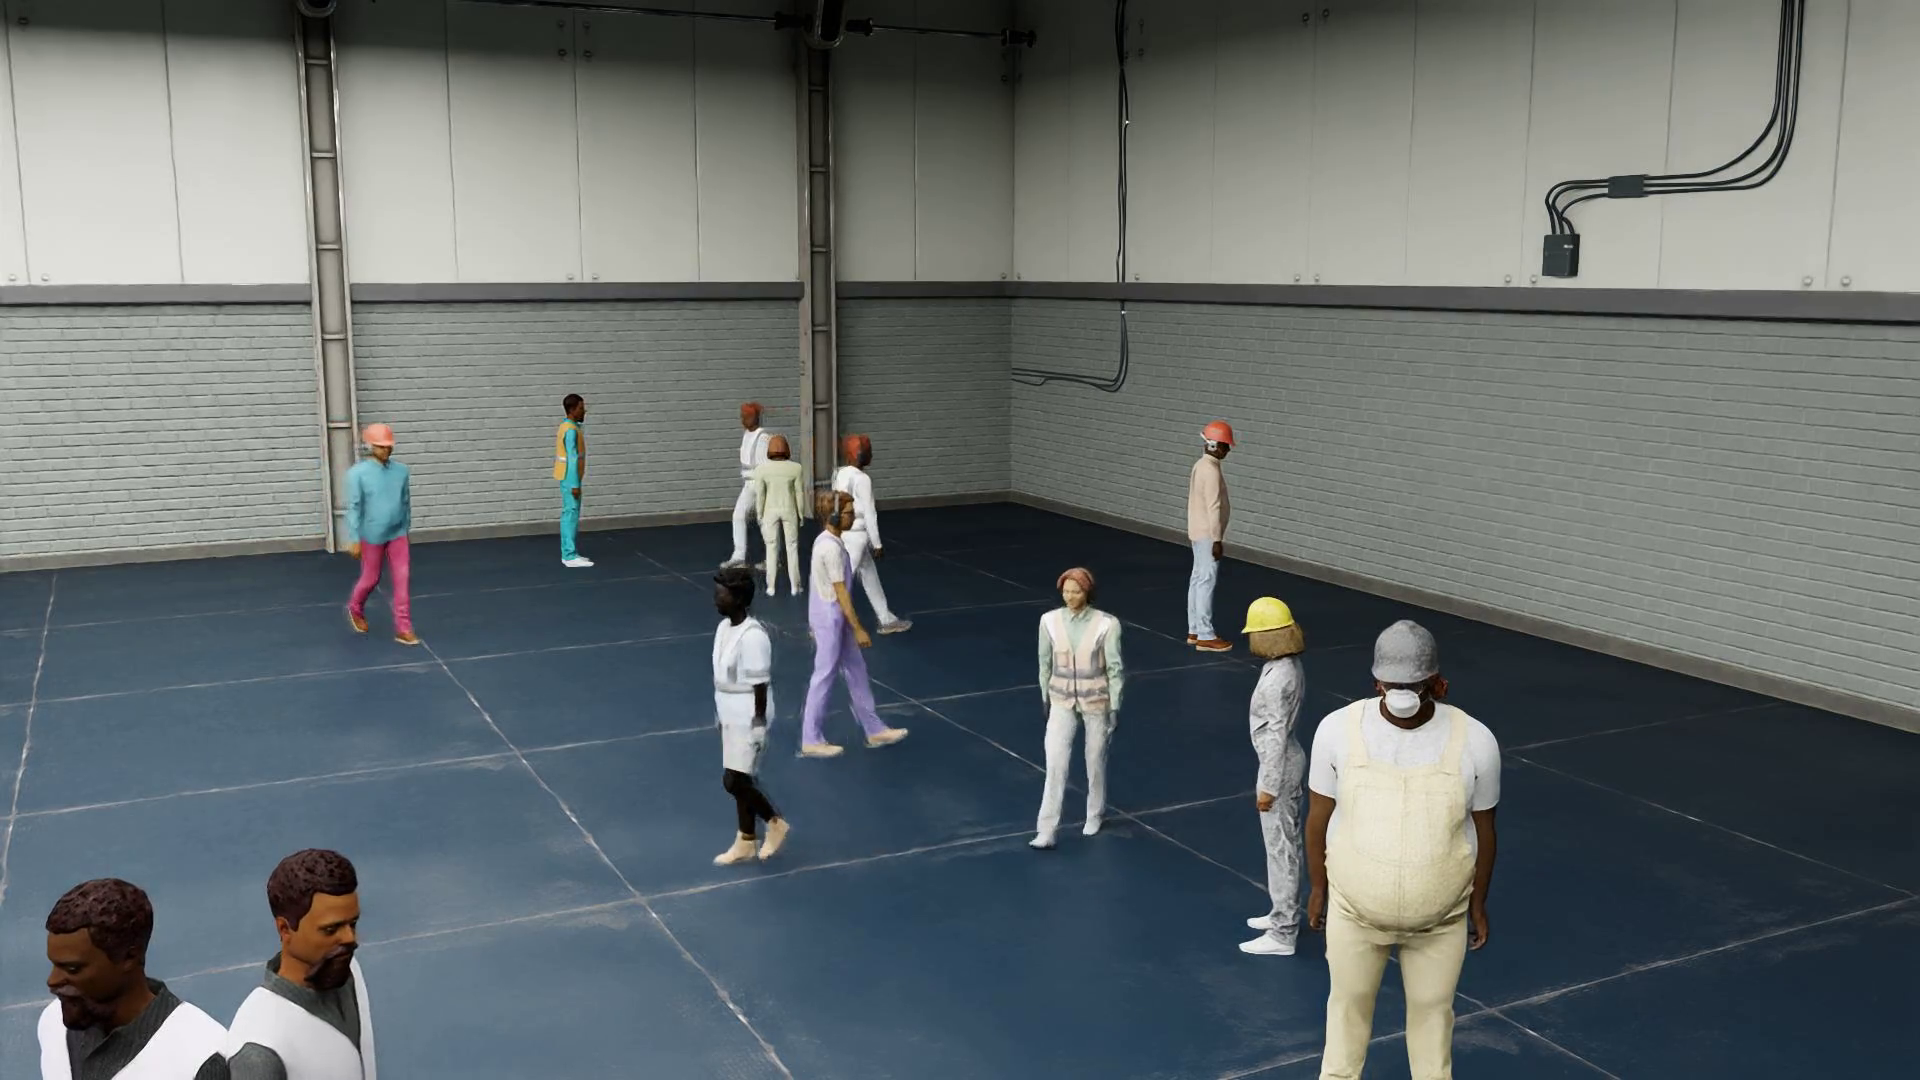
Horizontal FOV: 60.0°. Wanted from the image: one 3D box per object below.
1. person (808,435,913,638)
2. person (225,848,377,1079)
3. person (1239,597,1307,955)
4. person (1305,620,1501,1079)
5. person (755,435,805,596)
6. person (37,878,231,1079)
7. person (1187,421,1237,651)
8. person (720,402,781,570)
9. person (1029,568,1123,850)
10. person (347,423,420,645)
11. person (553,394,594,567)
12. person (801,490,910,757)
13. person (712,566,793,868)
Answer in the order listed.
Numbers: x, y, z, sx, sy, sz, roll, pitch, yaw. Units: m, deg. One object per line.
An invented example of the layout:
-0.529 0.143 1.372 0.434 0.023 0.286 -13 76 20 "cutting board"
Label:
-0.917 -0.018 14.796 1.004 1.835 0.596 -4 10 -22 "person"
-1.590 1.678 4.074 0.394 1.916 0.590 0 9 -3 "person"
1.501 1.130 8.013 0.325 1.733 0.487 3 10 20 "person"
1.602 1.290 6.081 0.689 2.000 0.538 3 10 15 "person"
-1.813 -0.248 16.809 0.499 1.633 0.280 -1 9 -3 "person"
-1.905 1.701 3.926 0.597 1.916 0.370 4 10 25 "person"
2.179 -0.038 14.438 0.401 1.984 0.612 -1 9 -3 "person"
-2.311 -0.568 18.081 0.789 1.854 0.615 -5 10 -28 "person"
0.663 0.964 9.418 0.531 1.598 0.825 3 10 20 "person"
-5.155 -0.069 14.716 0.894 1.964 0.626 8 12 41 "person"
-4.326 -0.665 18.504 0.395 1.919 0.590 -3 10 -18 "person"
-0.710 0.577 11.182 0.803 1.816 0.520 0 9 -2 "person"
-1.201 0.976 9.091 0.363 1.684 0.555 -5 11 -28 "person"
